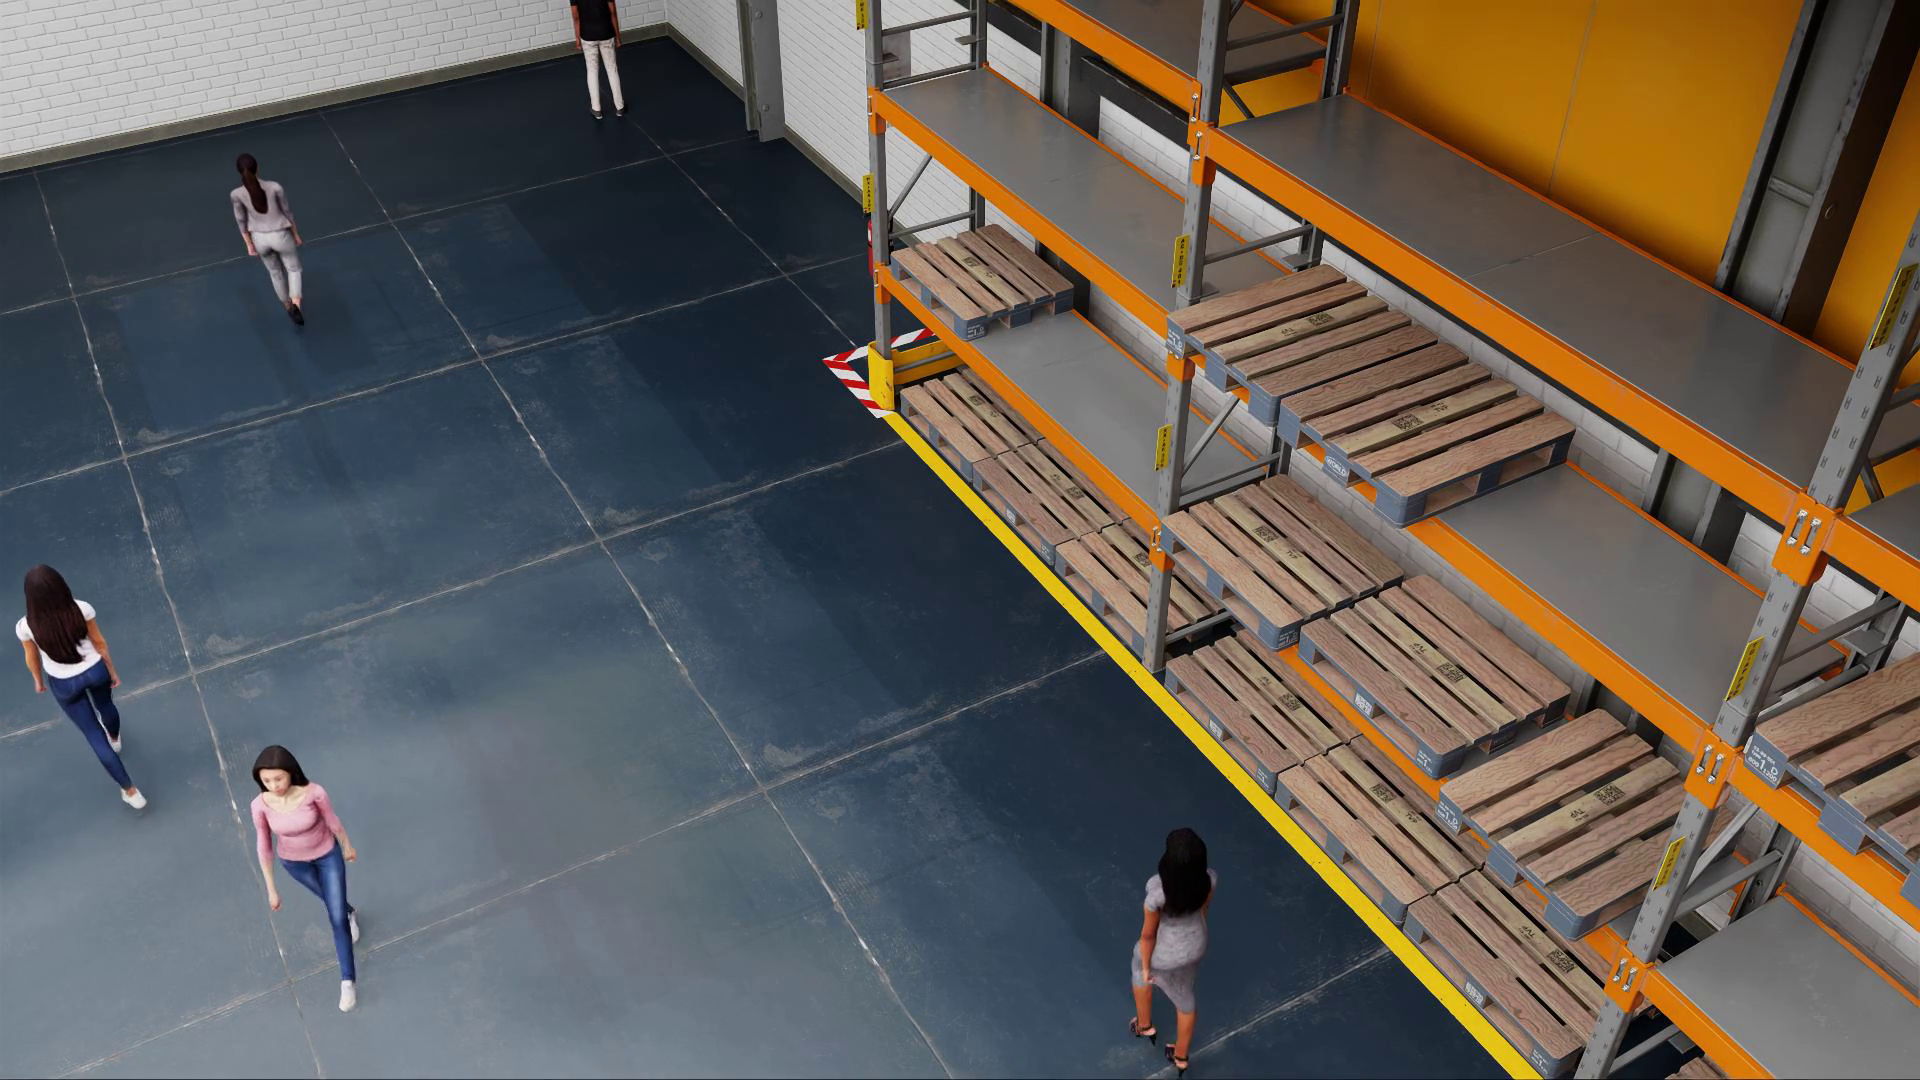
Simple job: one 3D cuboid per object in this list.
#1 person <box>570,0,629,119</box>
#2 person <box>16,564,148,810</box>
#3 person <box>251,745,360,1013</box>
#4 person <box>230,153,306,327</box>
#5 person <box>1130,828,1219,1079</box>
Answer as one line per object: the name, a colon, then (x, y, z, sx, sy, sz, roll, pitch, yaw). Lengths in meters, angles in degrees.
person: (-3.993, -5.543, 18.324, 0.718, 1.804, 0.695, -9, 39, -11)
person: (-5.397, 0.939, 10.263, 0.760, 1.735, 1.181, -27, 46, -30)
person: (-3.618, 1.720, 9.305, 0.827, 1.711, 1.132, -8, 39, -10)
person: (-6.094, -2.609, 14.763, 0.743, 1.664, 0.894, -11, 40, -13)
person: (1.157, 2.213, 8.645, 0.665, 1.765, 0.729, -11, 40, -13)
